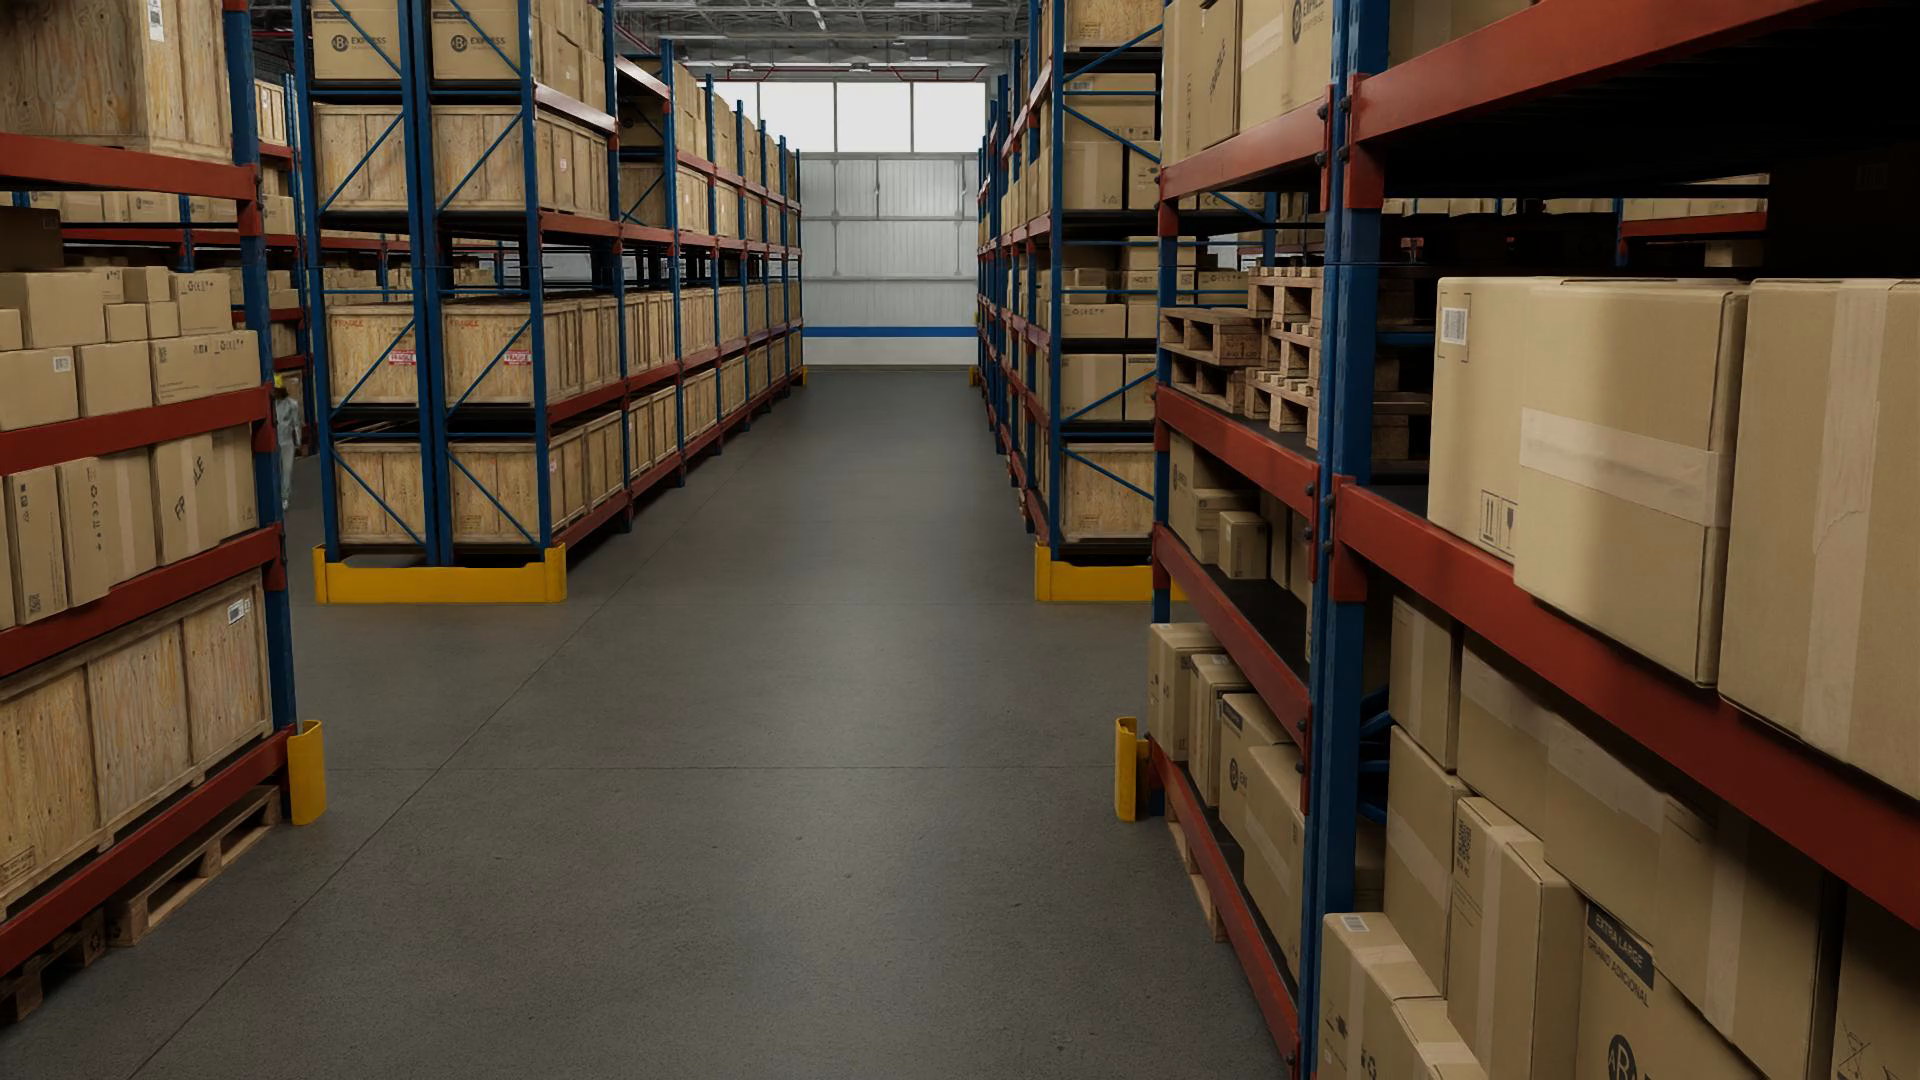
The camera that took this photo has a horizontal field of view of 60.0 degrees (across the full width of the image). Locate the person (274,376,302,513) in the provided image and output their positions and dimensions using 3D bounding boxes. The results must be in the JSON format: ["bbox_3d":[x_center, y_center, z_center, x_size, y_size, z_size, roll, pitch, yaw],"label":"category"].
[{"bbox_3d":[-8.562,-1.220,20.945,0.495,1.696,0.923,-2,10,-14],"label":"person"}]
